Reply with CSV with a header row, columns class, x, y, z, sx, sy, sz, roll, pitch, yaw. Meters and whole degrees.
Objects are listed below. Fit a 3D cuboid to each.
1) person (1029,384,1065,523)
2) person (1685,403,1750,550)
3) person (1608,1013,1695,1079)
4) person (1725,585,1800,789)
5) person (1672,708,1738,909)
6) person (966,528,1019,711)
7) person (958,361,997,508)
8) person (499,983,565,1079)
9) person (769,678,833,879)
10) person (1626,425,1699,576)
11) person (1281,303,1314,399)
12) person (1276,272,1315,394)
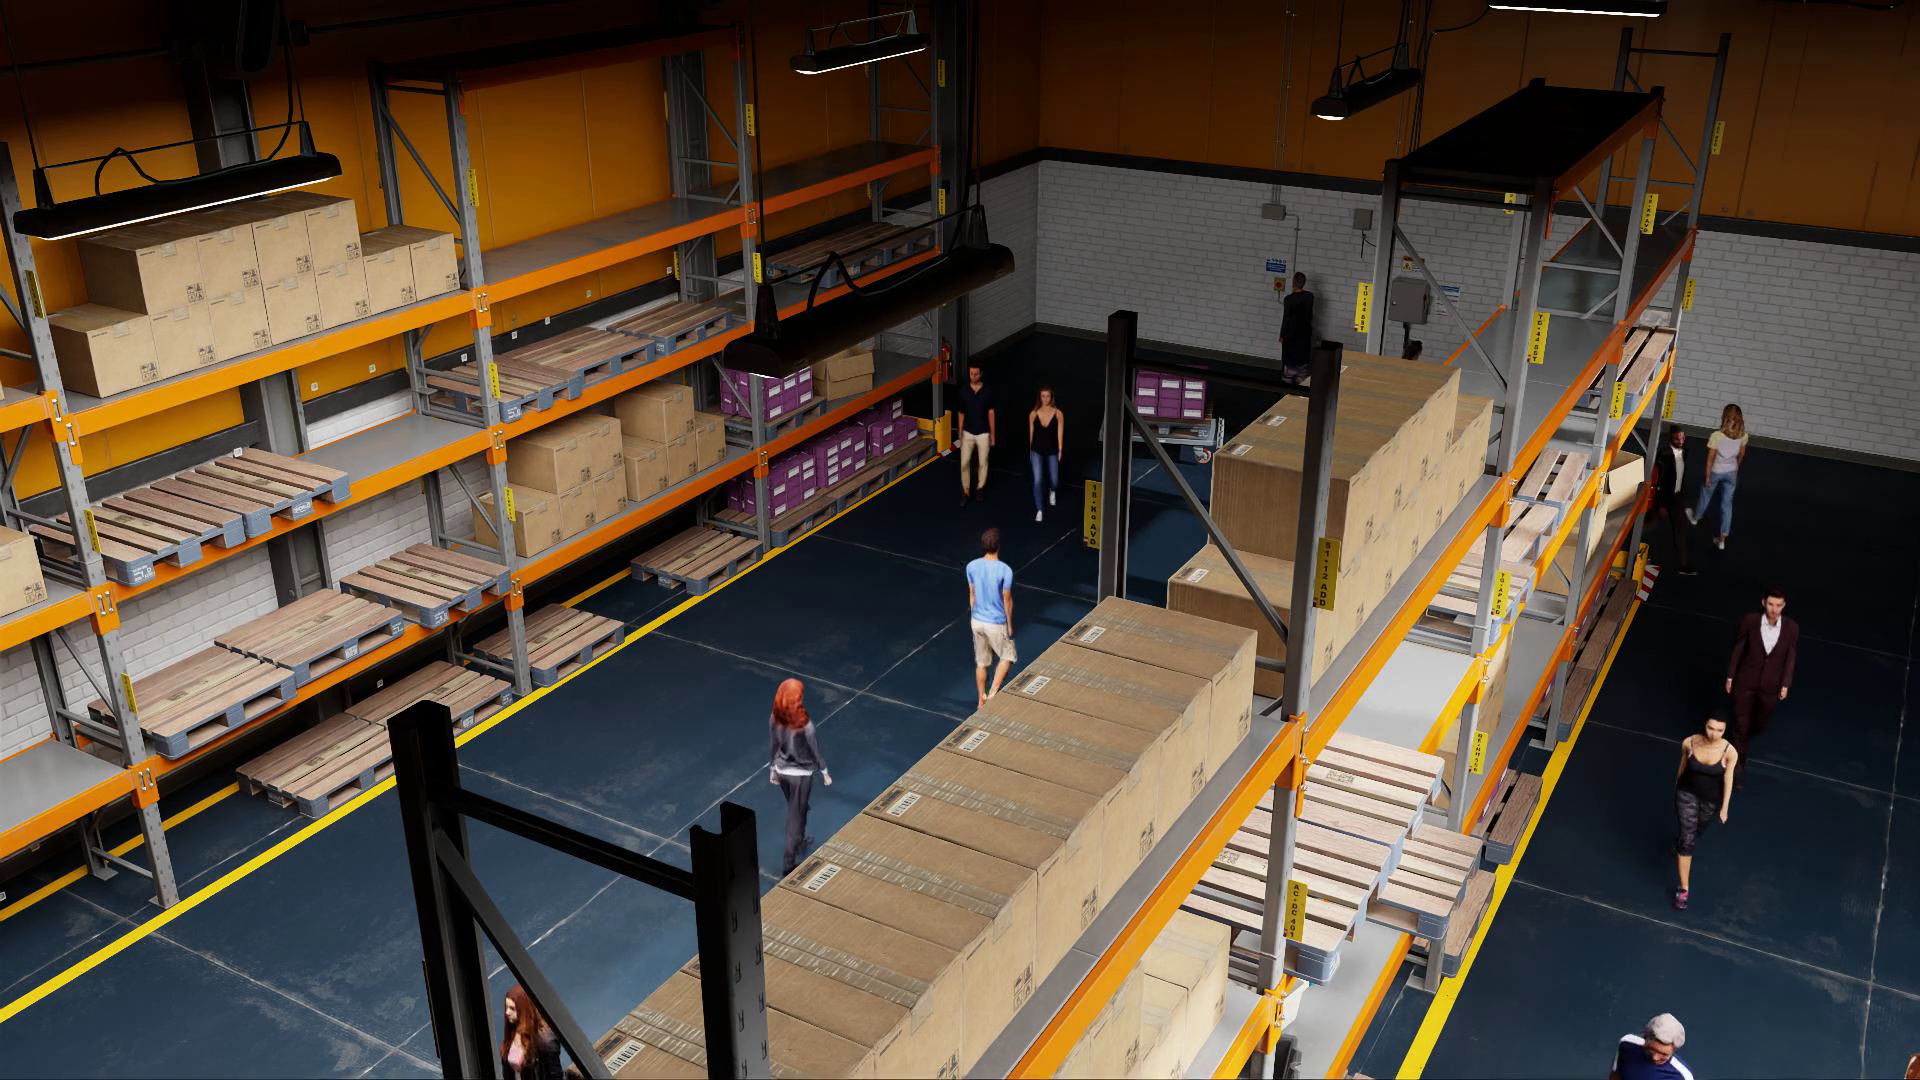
class,x,y,z,sx,sy,sz,roll,pitch,yaw
person,1.043,-1.097,20.276,0.792,1.707,0.962,2,24,5
person,8.951,-0.705,19.433,1.013,1.664,1.244,0,24,1
person,4.031,3.458,9.761,1.141,1.784,0.831,-18,29,-35
person,7.079,1.235,14.772,0.827,1.843,1.138,8,25,17
person,5.842,2.022,13.181,0.656,1.675,1.134,11,26,23
person,0.256,0.813,15.732,0.650,1.846,0.707,12,26,25
person,0.228,-1.365,20.723,0.798,1.840,0.883,2,24,5
person,-2.494,3.371,10.065,0.664,1.699,0.960,17,29,34
person,-1.368,1.941,13.258,0.645,1.761,0.775,17,29,33
person,7.893,-0.471,18.800,1.222,1.742,1.143,-15,28,-30
person,4.780,-2.463,23.378,0.722,1.725,0.786,-7,25,-15
person,4.960,-3.073,24.629,0.742,1.842,0.863,-12,26,-26
